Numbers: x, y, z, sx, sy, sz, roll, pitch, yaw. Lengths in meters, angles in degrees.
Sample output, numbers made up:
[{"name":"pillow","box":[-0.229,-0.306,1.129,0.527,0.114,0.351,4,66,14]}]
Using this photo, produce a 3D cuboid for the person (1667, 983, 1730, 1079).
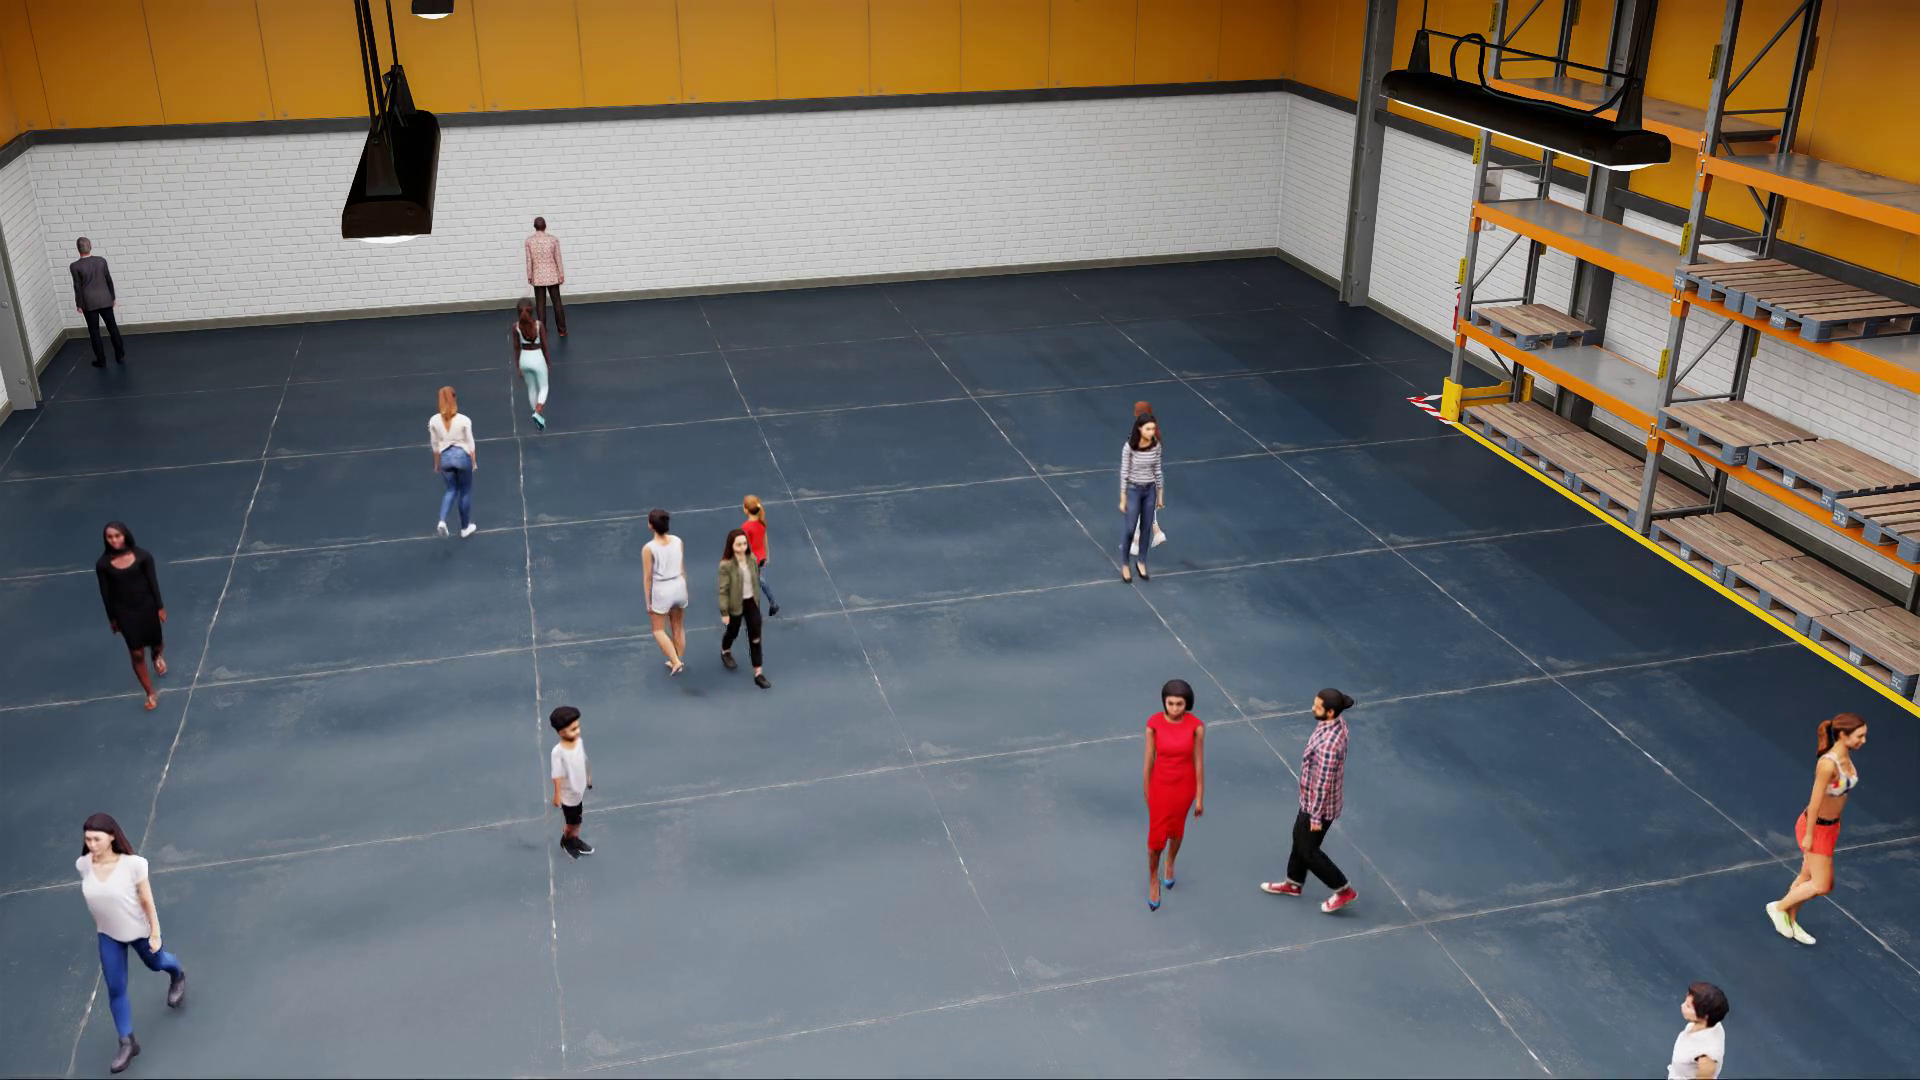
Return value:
[{"name":"person","box":[4.068,3.078,9.066,0.761,1.543,0.695,12,26,25]}]

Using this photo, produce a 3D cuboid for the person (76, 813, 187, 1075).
[{"name":"person","box":[-5.164,2.420,10.443,0.818,1.646,1.174,0,24,-1]}]

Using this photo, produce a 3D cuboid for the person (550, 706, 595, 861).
[{"name":"person","box":[-2.945,1.795,12.370,0.634,1.248,0.566,12,26,25]}]

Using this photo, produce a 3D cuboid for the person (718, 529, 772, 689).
[{"name":"person","box":[-2.006,0.577,14.912,0.819,1.443,1.074,-15,28,-31]}]

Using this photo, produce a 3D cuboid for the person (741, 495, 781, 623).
[{"name":"person","box":[-1.920,0.200,15.951,0.692,1.303,0.628,15,28,31]}]

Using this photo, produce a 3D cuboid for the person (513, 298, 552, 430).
[{"name":"person","box":[-5.355,-2.163,20.844,0.673,1.714,0.938,-2,24,-4]}]

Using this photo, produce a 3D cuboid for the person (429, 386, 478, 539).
[{"name":"person","box":[-5.389,-0.775,17.672,0.784,1.710,0.940,2,24,5]}]

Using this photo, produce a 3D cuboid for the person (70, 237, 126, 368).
[{"name":"person","box":[-12.181,-3.371,23.446,0.817,1.842,0.812,20,30,38]}]

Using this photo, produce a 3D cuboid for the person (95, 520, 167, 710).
[{"name":"person","box":[-7.179,0.614,14.501,0.700,1.706,0.911,-10,26,-22]}]

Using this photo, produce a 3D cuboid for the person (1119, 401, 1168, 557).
[{"name":"person","box":[1.957,-0.608,17.317,0.882,1.690,0.814,17,29,34]}]

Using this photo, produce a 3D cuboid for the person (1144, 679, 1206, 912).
[{"name":"person","box":[1.526,1.739,11.901,0.713,1.727,0.857,1,24,3]}]

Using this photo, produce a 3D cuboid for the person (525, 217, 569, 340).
[{"name":"person","box":[-6.156,-3.898,24.696,0.679,1.808,0.565,-6,24,-13]}]

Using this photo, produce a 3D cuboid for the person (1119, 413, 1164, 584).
[{"name":"person","box":[1.805,-0.437,16.800,0.618,1.791,0.523,-8,25,-18]}]

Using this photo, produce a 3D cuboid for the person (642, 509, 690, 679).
[{"name":"person","box":[-2.578,0.503,14.886,0.720,1.600,0.845,-17,29,-34]}]

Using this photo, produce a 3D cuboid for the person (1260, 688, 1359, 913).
[{"name":"person","box":[2.566,1.828,11.659,1.027,1.758,1.017,6,24,14]}]

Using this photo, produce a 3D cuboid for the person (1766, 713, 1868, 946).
[{"name":"person","box":[5.777,1.948,11.360,0.725,1.778,0.767,-22,32,-40]}]
